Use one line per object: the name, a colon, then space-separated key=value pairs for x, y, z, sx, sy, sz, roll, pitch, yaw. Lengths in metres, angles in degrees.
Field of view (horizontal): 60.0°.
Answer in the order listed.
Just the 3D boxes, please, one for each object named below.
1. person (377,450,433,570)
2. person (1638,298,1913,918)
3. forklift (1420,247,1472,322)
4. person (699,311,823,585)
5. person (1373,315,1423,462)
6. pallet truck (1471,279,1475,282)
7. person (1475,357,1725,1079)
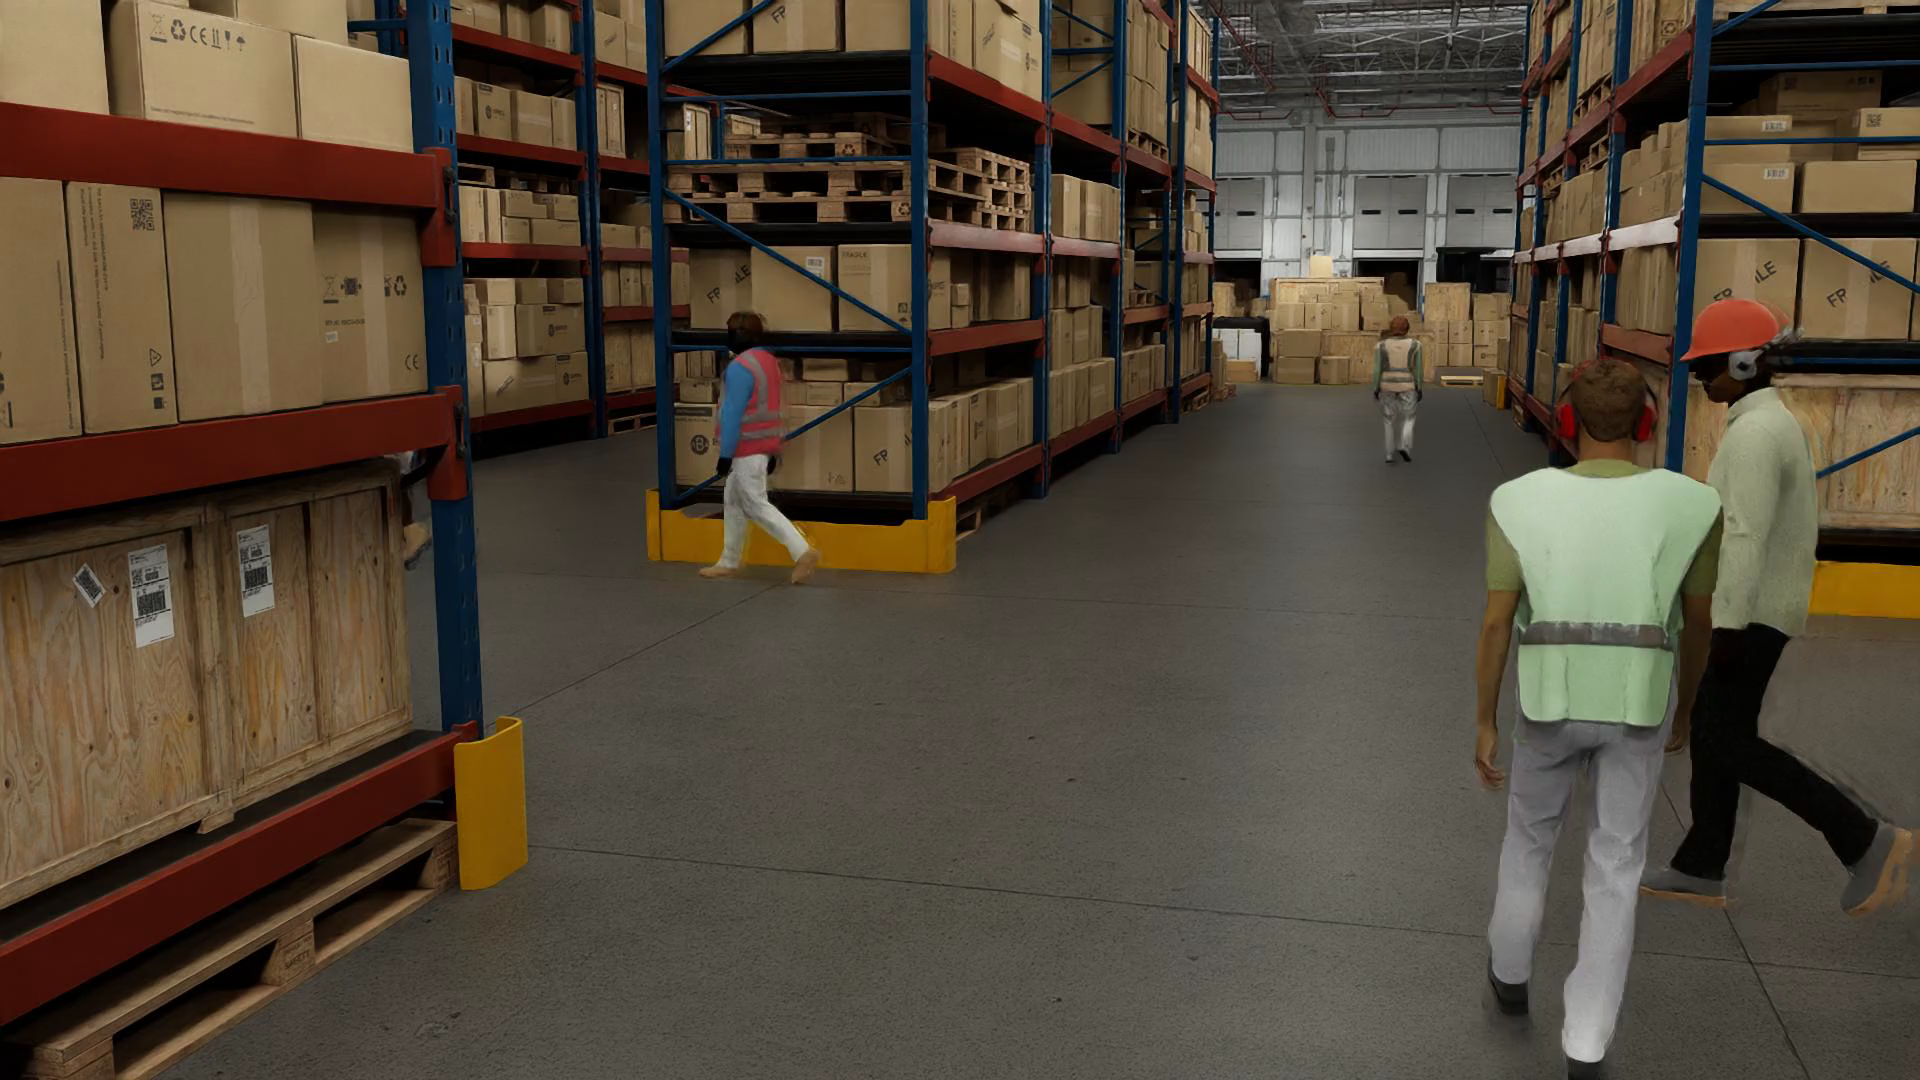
person: x=-3.887 y=-0.778 z=11.401 sx=0.456 sy=2.030 sz=0.646 roll=1 pitch=9 yaw=9
person: x=2.551 y=0.238 z=5.182 sx=0.738 sy=1.963 sz=0.654 roll=5 pitch=10 yaw=27
forklift: x=12.724 y=-6.180 z=43.035 sx=1.129 sy=2.768 sz=1.873 roll=-3 pitch=9 yaw=-19
person: x=-1.323 y=-0.600 z=10.968 sx=0.853 sy=1.816 sz=0.620 roll=2 pitch=9 yaw=10
person: x=4.779 y=-1.640 z=18.152 sx=0.530 sy=1.624 sz=0.450 roll=3 pitch=9 yaw=17
pallet truck: x=18.896 y=-8.459 z=60.307 sx=1.885 sy=1.965 sz=0.823 roll=5 pitch=10 yaw=31
person: x=1.646 y=0.438 z=4.353 sx=0.569 sy=1.814 sz=0.806 roll=3 pitch=9 yaw=18
